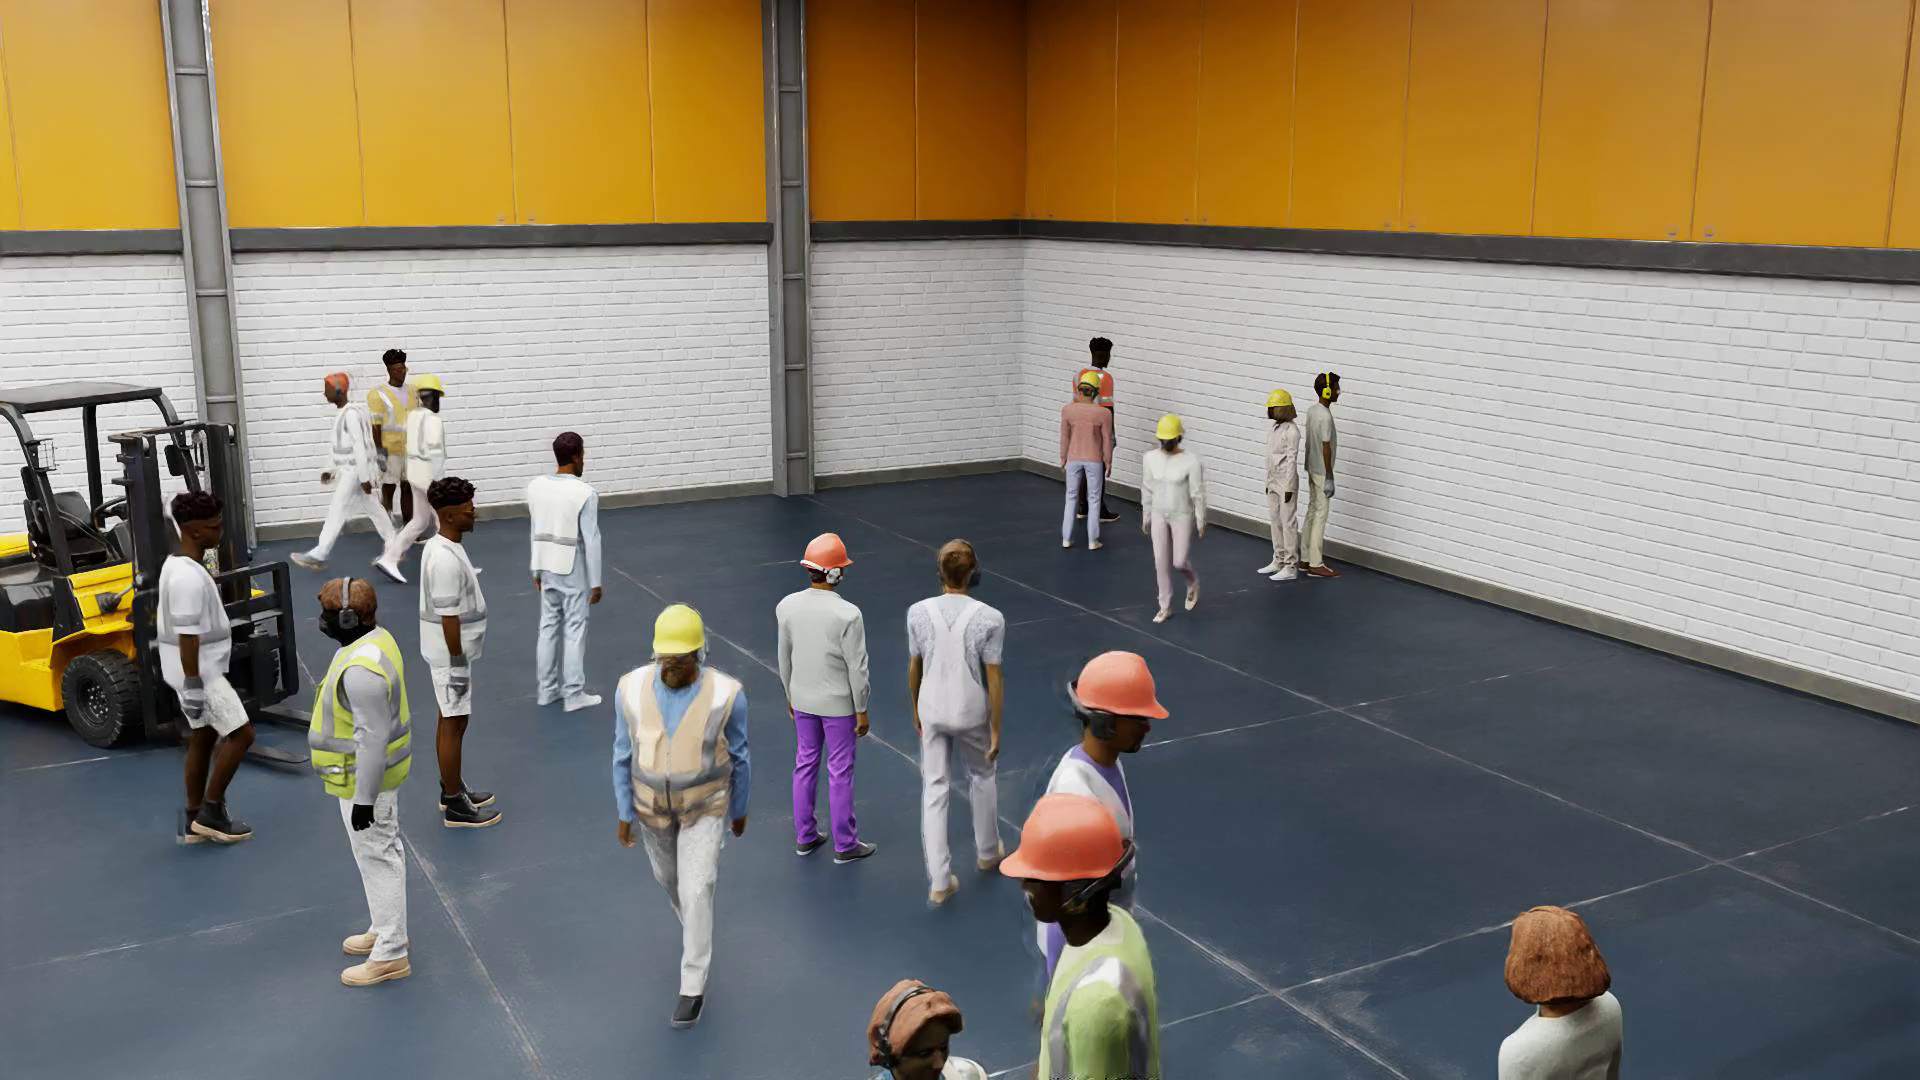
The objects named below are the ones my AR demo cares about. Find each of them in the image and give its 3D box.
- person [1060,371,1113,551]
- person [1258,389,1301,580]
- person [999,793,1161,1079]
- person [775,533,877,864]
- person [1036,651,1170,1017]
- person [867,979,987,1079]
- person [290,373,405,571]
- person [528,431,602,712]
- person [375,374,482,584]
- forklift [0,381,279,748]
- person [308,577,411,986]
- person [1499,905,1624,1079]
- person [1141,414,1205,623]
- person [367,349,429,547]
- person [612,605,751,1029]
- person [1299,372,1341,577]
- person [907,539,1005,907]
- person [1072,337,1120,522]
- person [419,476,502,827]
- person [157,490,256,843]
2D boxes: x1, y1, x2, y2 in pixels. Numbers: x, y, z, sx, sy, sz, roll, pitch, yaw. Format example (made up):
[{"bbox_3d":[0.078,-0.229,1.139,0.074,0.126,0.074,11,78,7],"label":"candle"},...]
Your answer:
[{"bbox_3d":[1.239,-0.769,16.254,0.531,1.754,0.342,4,13,18],"label":"person"},{"bbox_3d":[2.892,-0.505,15.057,0.340,1.733,0.479,-4,13,-18],"label":"person"},{"bbox_3d":[0.319,1.638,4.347,0.452,2.028,0.606,1,12,5],"label":"person"},{"bbox_3d":[-0.695,0.828,8.757,0.561,1.752,0.326,8,14,32],"label":"person"},{"bbox_3d":[0.503,1.363,5.619,0.601,2.019,0.646,3,12,12],"label":"person"},{"bbox_3d":[-0.130,1.867,4.180,0.525,1.633,0.313,-10,15,-38],"label":"person"},{"bbox_3d":[-5.700,-0.634,15.426,1.026,1.823,0.564,-5,13,-20],"label":"person"},{"bbox_3d":[-2.676,0.220,11.277,0.594,1.903,0.423,7,14,29],"label":"person"},{"bbox_3d":[-4.830,-0.540,14.920,0.876,1.874,0.673,-10,15,-39],"label":"person"},{"bbox_3d":[-5.853,0.085,11.199,2.313,2.155,1.214,7,14,28],"label":"forklift"},{"bbox_3d":[-2.671,1.063,7.446,0.429,1.842,0.635,-4,13,-16],"label":"person"},{"bbox_3d":[1.620,1.785,4.579,0.501,1.629,0.288,-9,15,-35],"label":"person"},{"bbox_3d":[1.741,-0.184,13.555,0.528,1.740,0.535,7,14,31],"label":"person"},{"bbox_3d":[-5.515,-0.902,16.362,0.373,1.966,0.607,7,14,30],"label":"person"},{"bbox_3d":[-1.205,1.116,7.317,0.574,1.793,0.898,1,12,6],"label":"person"},{"bbox_3d":[3.308,-0.600,15.176,0.317,1.870,0.531,-1,12,-7],"label":"person"},{"bbox_3d":[0.004,0.876,8.397,0.512,1.817,0.821,3,12,12],"label":"person"},{"bbox_3d":[1.448,-1.176,17.662,0.375,1.959,0.600,-8,14,-33],"label":"person"},{"bbox_3d":[-2.813,0.611,9.271,0.373,1.966,0.607,-4,13,-18],"label":"person"},{"bbox_3d":[-4.028,0.691,8.922,0.489,1.948,0.624,-6,13,-26],"label":"person"}]
